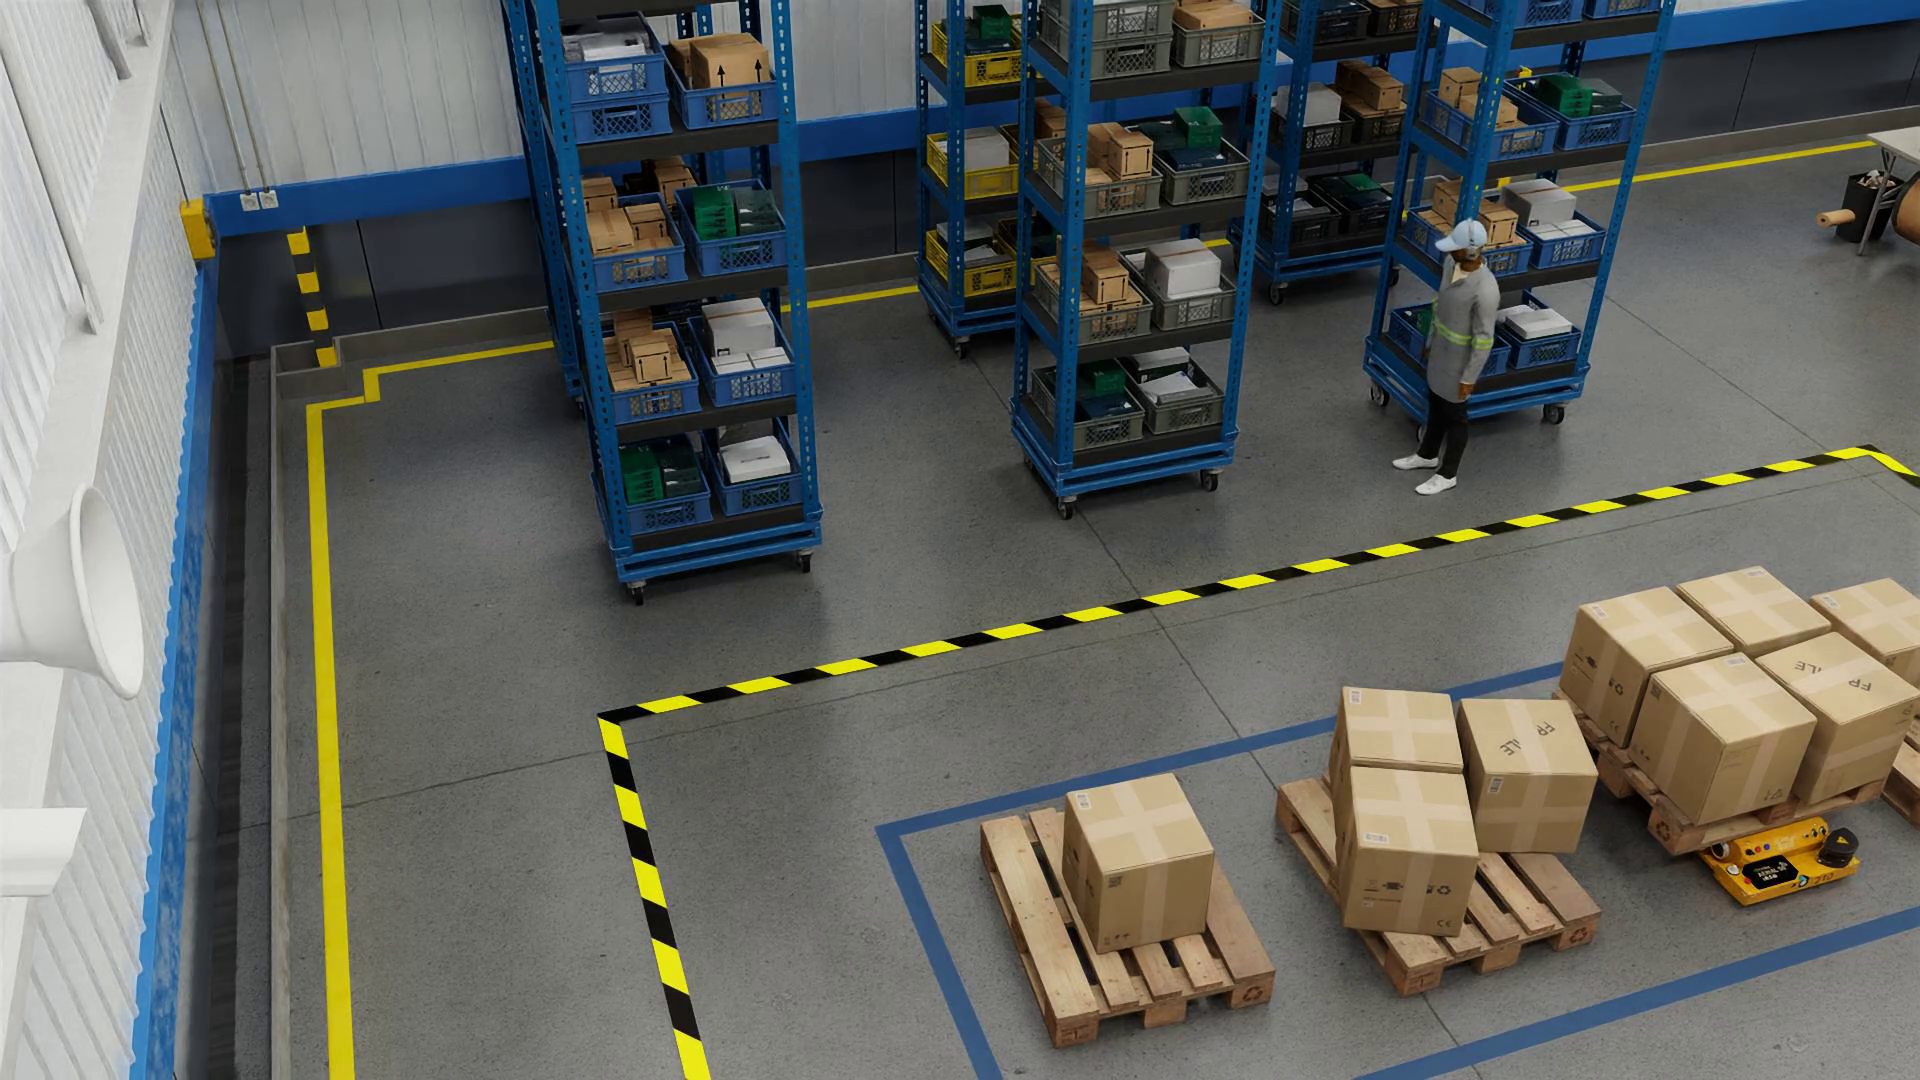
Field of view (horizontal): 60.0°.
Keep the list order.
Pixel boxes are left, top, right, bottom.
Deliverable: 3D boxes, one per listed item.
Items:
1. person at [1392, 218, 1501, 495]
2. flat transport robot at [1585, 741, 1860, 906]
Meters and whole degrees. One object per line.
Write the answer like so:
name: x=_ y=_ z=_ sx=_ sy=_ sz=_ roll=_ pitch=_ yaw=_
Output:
person: x=3.024 y=-1.131 z=10.290 sx=0.407 sy=1.847 sz=0.588 roll=-6 pitch=36 yaw=-9
flat transport robot: x=3.738 y=1.188 z=8.347 sx=0.652 sy=0.197 sz=1.431 roll=-11 pitch=37 yaw=-15
